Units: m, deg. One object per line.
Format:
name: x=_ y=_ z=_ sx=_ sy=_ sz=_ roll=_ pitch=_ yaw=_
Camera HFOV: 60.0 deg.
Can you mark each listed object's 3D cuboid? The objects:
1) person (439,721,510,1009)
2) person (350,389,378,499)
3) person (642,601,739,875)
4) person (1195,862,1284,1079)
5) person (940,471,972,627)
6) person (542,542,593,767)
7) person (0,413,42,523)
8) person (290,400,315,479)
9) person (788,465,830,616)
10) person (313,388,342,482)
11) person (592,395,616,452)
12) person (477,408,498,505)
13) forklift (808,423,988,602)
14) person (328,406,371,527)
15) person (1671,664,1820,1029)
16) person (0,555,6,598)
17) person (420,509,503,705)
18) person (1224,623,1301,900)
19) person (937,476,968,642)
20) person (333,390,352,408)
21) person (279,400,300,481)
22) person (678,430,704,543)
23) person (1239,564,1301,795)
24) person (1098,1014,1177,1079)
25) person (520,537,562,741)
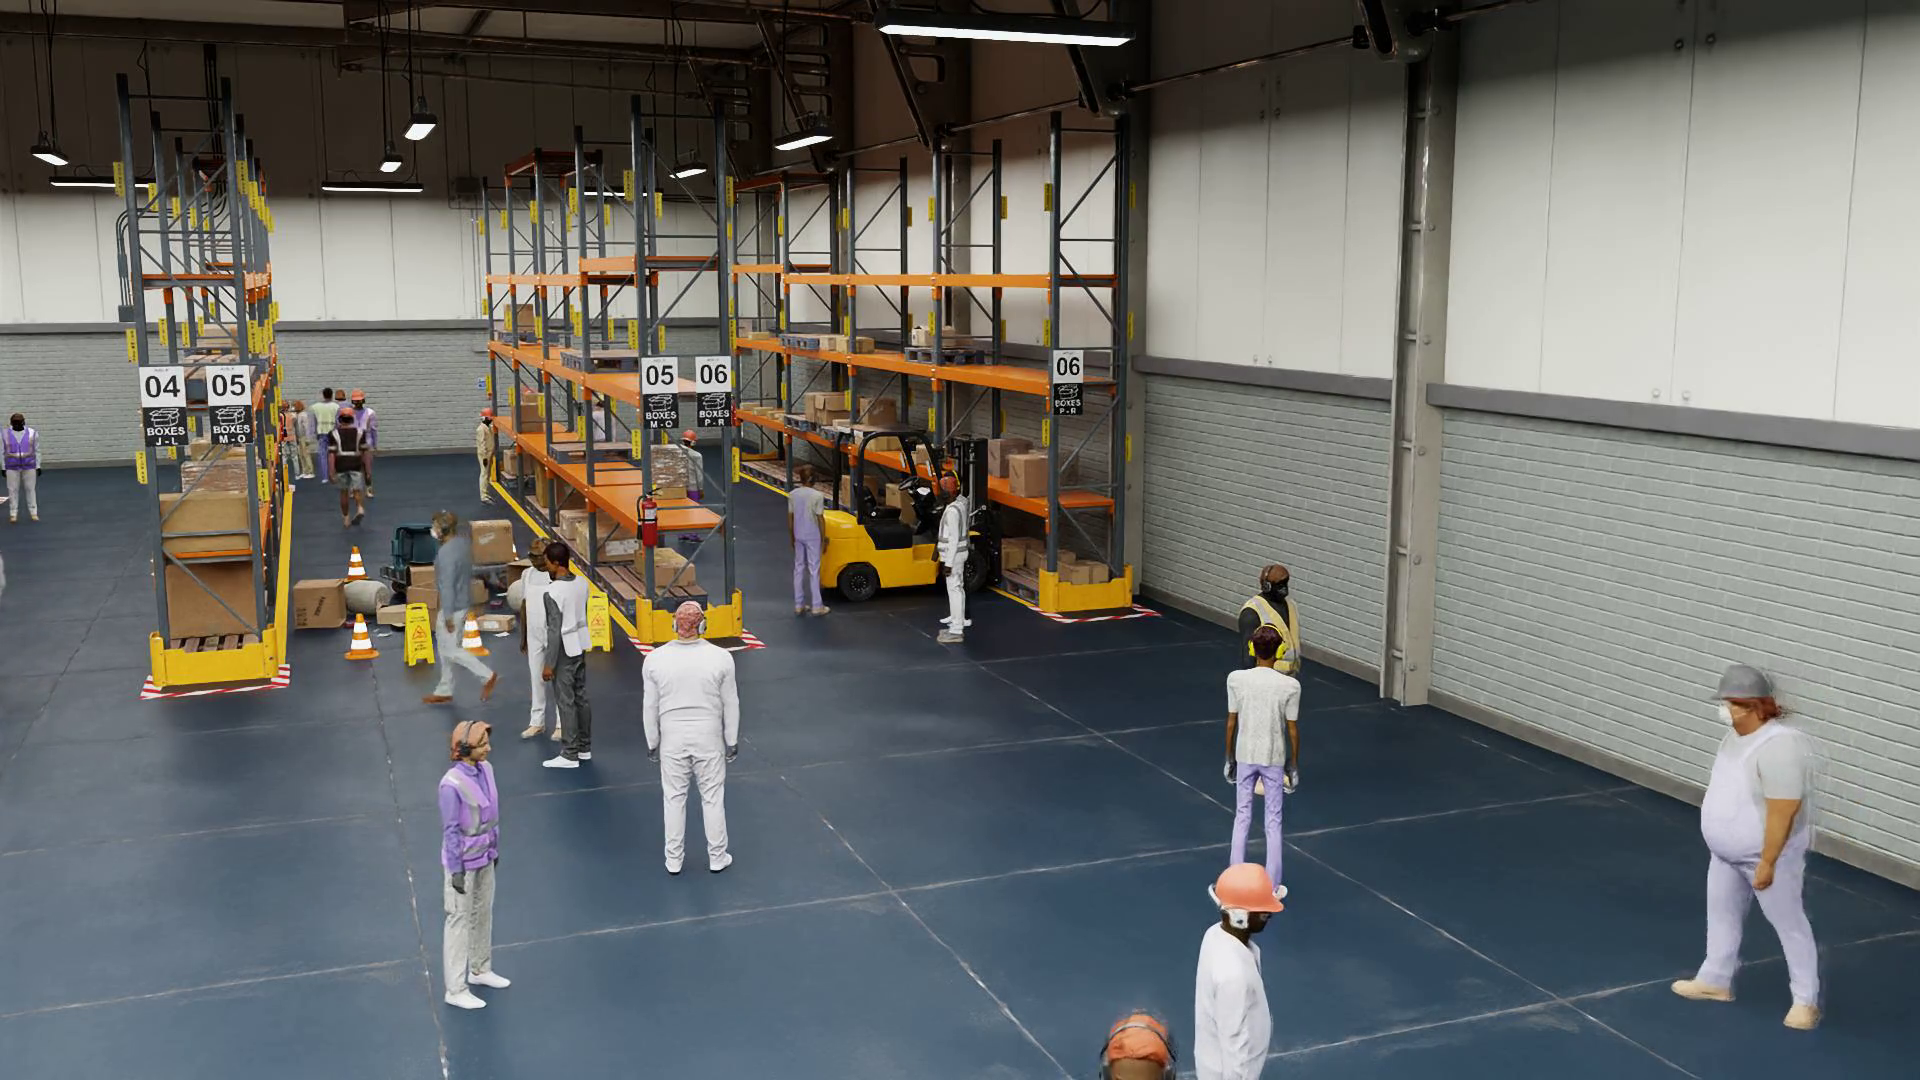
person: x=-2.779 y=1.824 z=9.460 sx=0.314 sy=1.632 sz=0.524 roll=2 pitch=9 yaw=12
person: x=-11.098 y=-1.771 z=30.780 sx=0.605 sy=2.045 sz=0.386 roll=-4 pitch=10 yaw=-21
person: x=-1.848 y=1.364 z=11.484 sx=0.654 sy=1.906 sz=0.408 roll=-1 pitch=9 yaw=-5
person: x=1.143 y=2.177 z=6.876 sx=0.346 sy=1.740 sz=0.572 roll=0 pitch=9 yaw=3
person: x=-0.047 y=0.101 z=19.597 sx=0.328 sy=1.861 sz=0.505 roll=-4 pitch=10 yaw=-24
person: x=-3.307 y=0.961 z=13.994 sx=0.392 sy=1.916 sz=0.587 roll=2 pitch=9 yaw=15
person: x=-15.780 y=-1.216 z=27.946 sx=0.622 sy=1.838 sz=0.429 roll=-6 pitch=11 yaw=-31
person: x=-13.447 y=-2.056 z=33.942 sx=0.508 sy=1.611 sz=0.347 roll=7 pitch=11 yaw=36
person: x=-1.852 y=0.004 z=20.261 sx=0.505 sy=1.838 sz=0.348 roll=5 pitch=10 yaw=28
person: x=-12.708 y=-2.127 z=33.551 sx=0.610 sy=1.870 sz=0.954 roll=0 pitch=9 yaw=-2
person: x=-7.117 y=-2.005 z=33.133 sx=0.532 sy=1.767 sz=0.325 roll=-4 pitch=10 yaw=-23
person: x=-8.556 y=-1.518 z=30.127 sx=0.337 sy=1.743 sz=0.560 roll=-1 pitch=9 yaw=-5
forklift: x=-0.830 y=-0.399 z=21.676 sx=2.313 sy=2.155 sz=1.214 roll=-4 pitch=10 yaw=-21
person: x=-9.976 y=-1.183 z=27.187 sx=0.663 sy=2.014 sz=0.723 roll=-5 pitch=10 yaw=-28
person: x=4.478 y=1.652 z=9.251 sx=0.715 sy=2.000 sz=0.703 roll=0 pitch=9 yaw=0
person: x=-9.609 y=0.681 z=16.181 sx=0.602 sy=1.784 sz=0.611 roll=-6 pitch=11 yaw=-35
person: x=-4.818 y=0.656 z=15.908 sx=0.748 sy=1.921 sz=0.651 roll=-1 pitch=9 yaw=-5
person: x=1.990 y=1.470 z=10.979 sx=0.501 sy=1.862 sz=0.328 roll=3 pitch=10 yaw=20
person: x=-0.088 y=0.212 z=18.798 sx=0.354 sy=1.886 sz=0.572 roll=1 pitch=9 yaw=7
person: x=-13.618 y=-2.497 z=36.645 sx=0.497 sy=1.633 sz=0.284 roll=-3 pitch=9 yaw=-15
person: x=-13.546 y=-1.992 z=33.455 sx=0.515 sy=1.636 sz=0.315 roll=-6 pitch=11 yaw=-33
person: x=-4.186 y=-0.833 z=25.827 sx=0.563 sy=1.744 sz=0.354 roll=6 pitch=11 yaw=32
person: x=2.505 y=1.103 z=13.331 sx=0.636 sy=1.842 sz=0.429 roll=-8 pitch=12 yaw=-43
person: x=0.525 y=2.381 z=5.243 sx=0.646 sy=1.852 sz=0.759 roll=2 pitch=9 yaw=13
person: x=-3.683 y=0.872 z=14.792 sx=0.507 sy=1.840 sz=0.344 roll=3 pitch=9 yaw=16
